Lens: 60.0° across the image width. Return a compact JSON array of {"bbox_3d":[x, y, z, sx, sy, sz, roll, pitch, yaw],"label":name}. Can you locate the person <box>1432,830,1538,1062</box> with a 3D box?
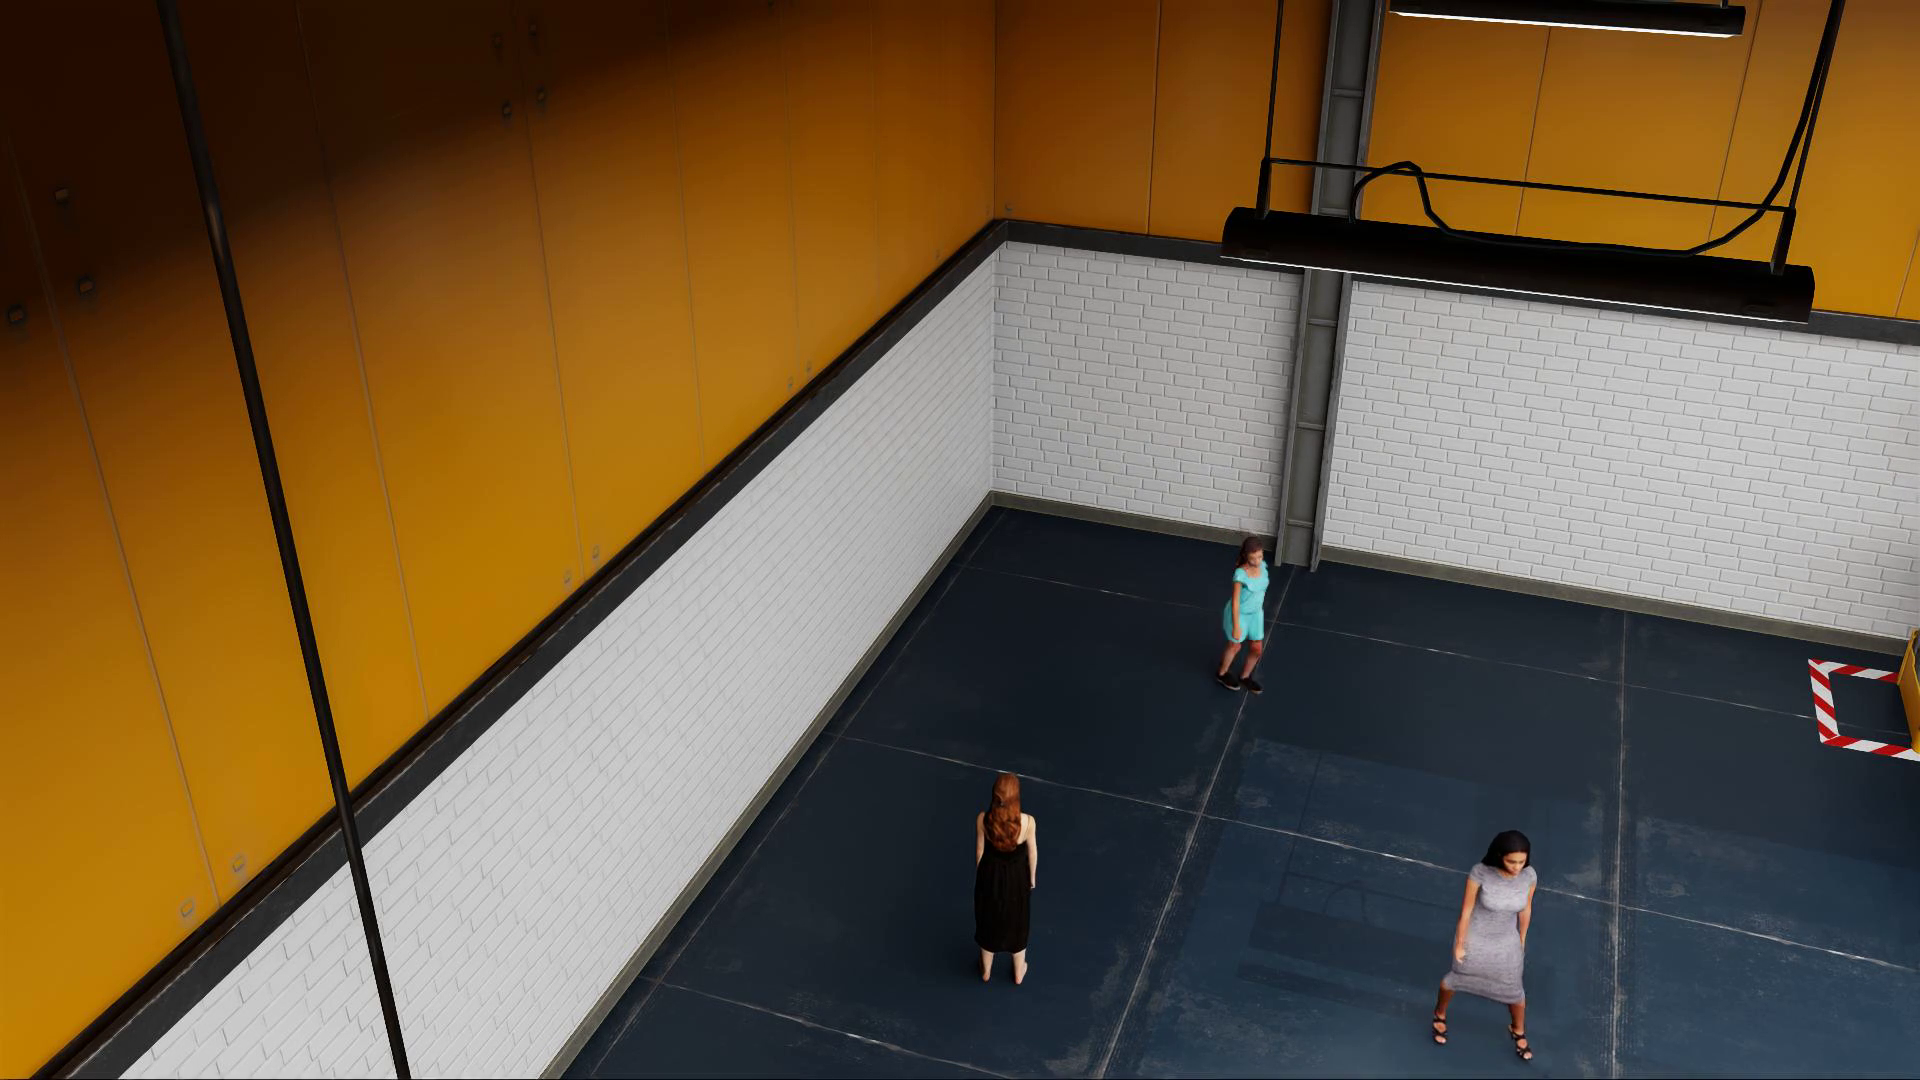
[{"bbox_3d":[3.240,2.456,10.164,0.712,1.759,0.881,1,29,1],"label":"person"}]

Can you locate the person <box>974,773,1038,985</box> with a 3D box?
[{"bbox_3d":[0.281,2.202,10.773,0.589,1.623,0.689,1,29,2],"label":"person"}]

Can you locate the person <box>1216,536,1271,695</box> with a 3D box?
[{"bbox_3d":[2.326,0.595,13.821,0.713,1.524,0.789,-25,37,-38],"label":"person"}]
